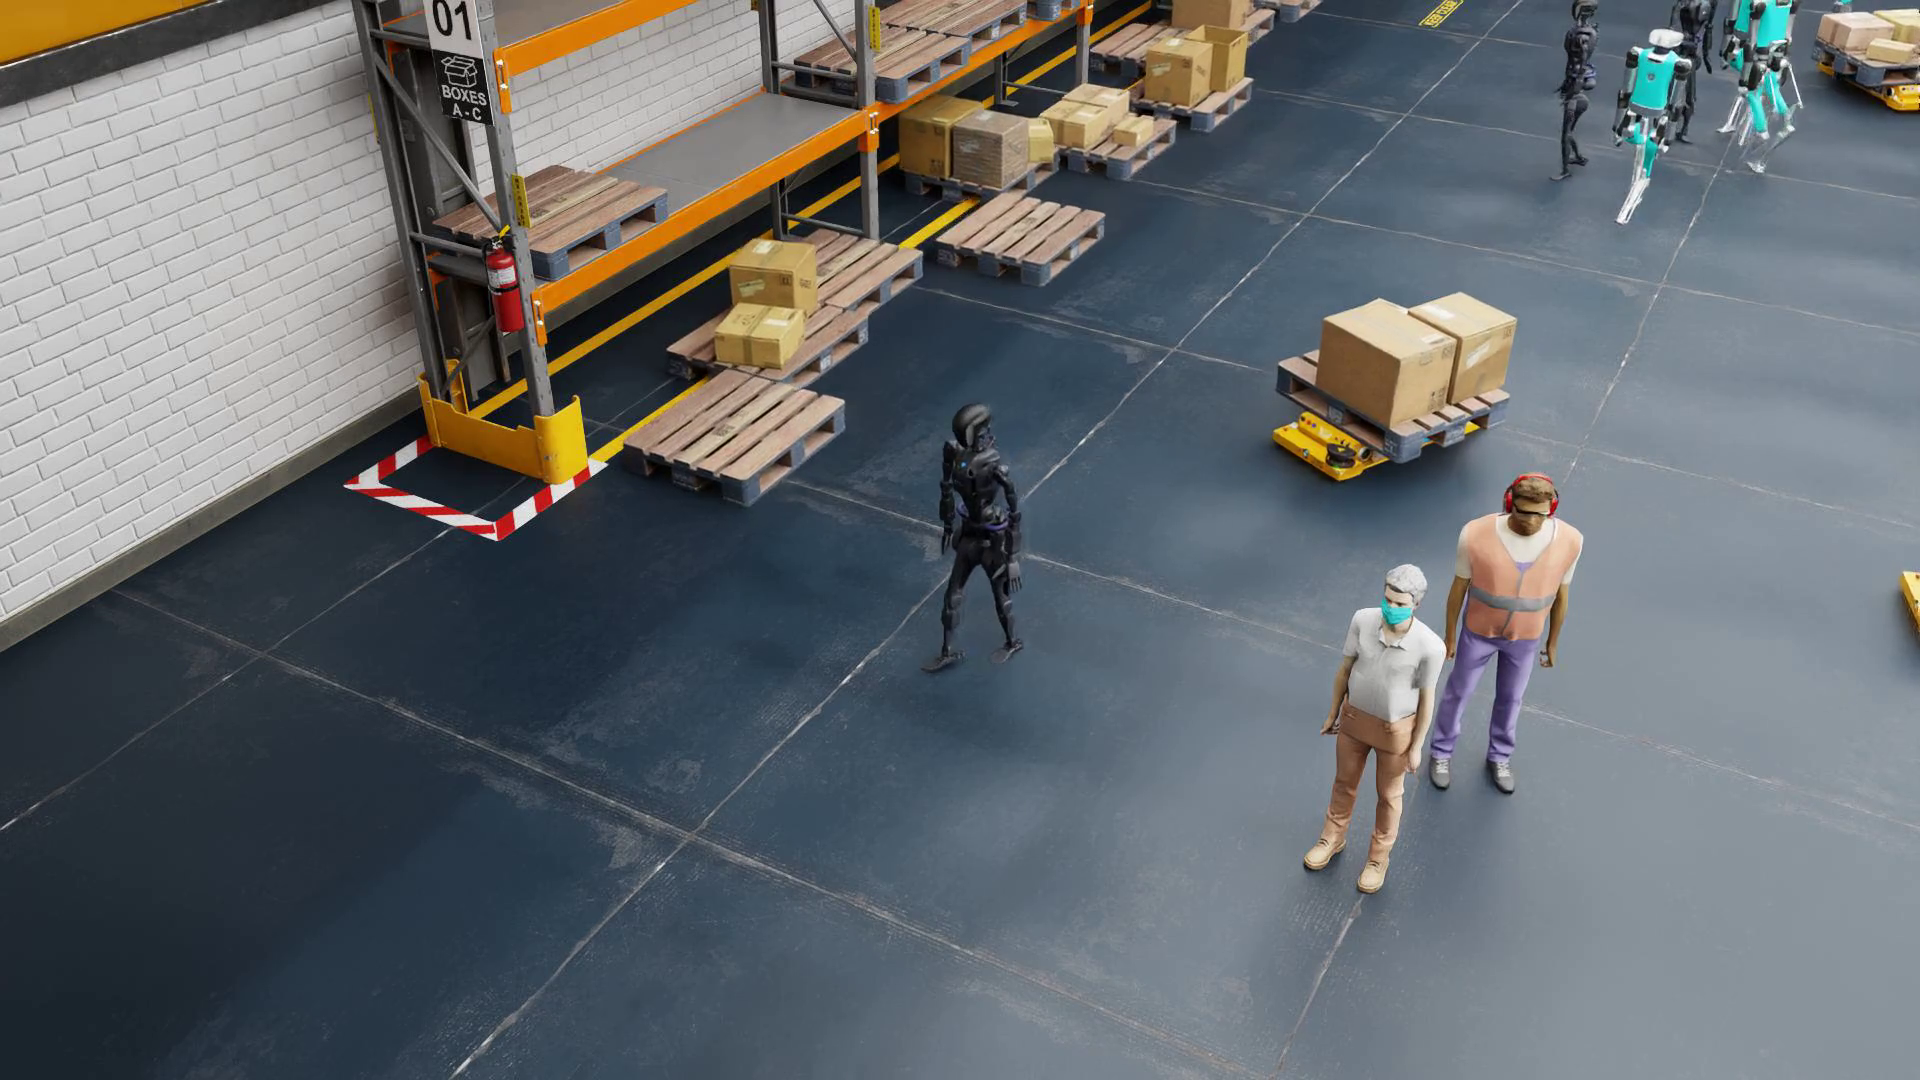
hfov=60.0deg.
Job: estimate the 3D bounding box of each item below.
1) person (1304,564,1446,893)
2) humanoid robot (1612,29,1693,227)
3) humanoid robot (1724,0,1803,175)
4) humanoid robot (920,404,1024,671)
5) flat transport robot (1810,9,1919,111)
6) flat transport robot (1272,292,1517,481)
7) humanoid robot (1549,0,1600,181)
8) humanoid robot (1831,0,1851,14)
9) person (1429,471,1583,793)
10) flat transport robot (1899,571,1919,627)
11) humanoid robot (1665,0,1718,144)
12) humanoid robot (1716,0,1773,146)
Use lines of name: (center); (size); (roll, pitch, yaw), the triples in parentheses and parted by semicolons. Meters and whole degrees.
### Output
person: (1.886, 0.842, 7.531); (0.474, 1.750, 0.321); (22, 39, 29)
humanoid robot: (5.855, -3.498, 14.096); (0.549, 1.728, 1.008); (26, 41, 33)
humanoid robot: (7.405, -4.145, 15.083); (0.543, 1.781, 0.726); (-14, 36, -20)
humanoid robot: (0.093, 0.021, 8.862); (0.694, 1.634, 0.609); (-29, 43, -36)
flat transport robot: (9.727, -4.838, 17.468); (0.659, 0.231, 1.431); (-5, 34, -8)
flat transport robot: (2.895, -0.808, 11.371); (1.431, 0.231, 0.659); (-20, 38, -27)
humanoid robot: (5.642, -4.093, 15.069); (0.461, 1.648, 0.616); (7, 34, 10)
humanoid robot: (10.039, -6.348, 18.433); (0.772, 1.787, 0.540); (28, 43, 35)
person: (2.622, 0.435, 8.074); (0.559, 1.836, 0.389); (3, 34, 4)
flat transport robot: (6.226, 0.440, 9.482); (1.431, 0.231, 0.659); (7, 34, 10)
humanoid robot: (6.910, -4.602, 15.825); (0.600, 1.646, 0.394); (-13, 36, -19)
humanoid robot: (7.560, -4.612, 15.827); (0.794, 1.806, 0.541); (-27, 42, -35)
